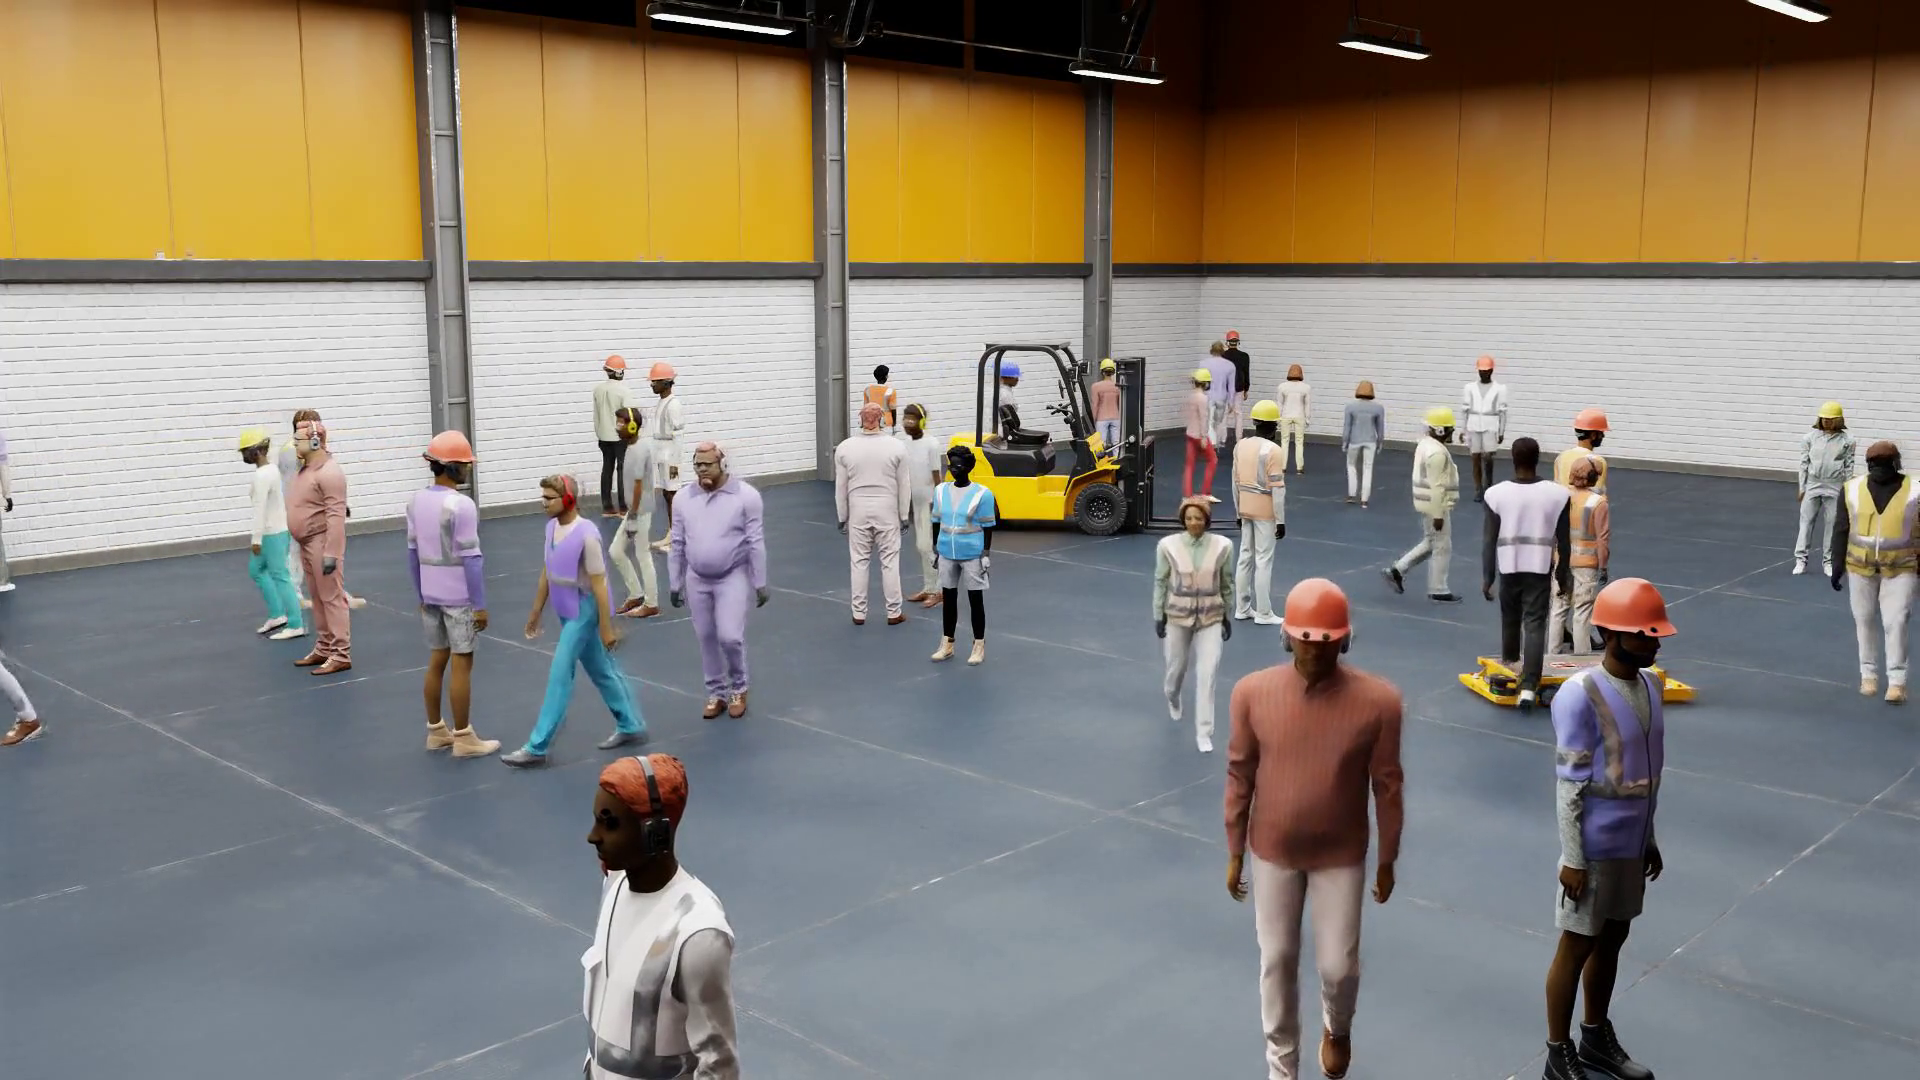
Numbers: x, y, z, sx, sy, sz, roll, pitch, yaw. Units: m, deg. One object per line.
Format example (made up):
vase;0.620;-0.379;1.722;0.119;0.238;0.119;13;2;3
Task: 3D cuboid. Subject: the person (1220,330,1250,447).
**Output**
person;4.630;-2.570;28.351;0.617;1.990;0.402;-1;9;-8

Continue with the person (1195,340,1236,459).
person;4.061;-2.217;26.445;0.630;1.910;0.884;-1;9;-4

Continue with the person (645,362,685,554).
person;-3.146;-0.876;17.788;0.391;2.040;0.615;-4;10;-23

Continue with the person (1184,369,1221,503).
person;3.167;-1.333;21.455;0.591;1.747;0.547;-3;10;-15

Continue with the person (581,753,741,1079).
person;-0.747;1.438;4.088;0.345;1.882;0.584;-6;11;-34

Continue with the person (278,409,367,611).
person;-5.661;-0.256;14.735;0.881;1.801;0.643;-1;9;-6

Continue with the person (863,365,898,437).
person;-1.118;-1.622;23.447;0.530;1.689;0.321;4;10;23

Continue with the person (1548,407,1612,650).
person;4.981;-0.093;13.311;0.378;1.936;0.548;-3;10;-17

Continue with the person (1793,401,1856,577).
person;8.547;-0.504;16.429;0.487;1.741;0.312;4;10;25

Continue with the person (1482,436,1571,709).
person;3.949;0.218;11.631;0.601;1.877;0.999;3;10;17

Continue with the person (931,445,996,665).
person;0.010;0.114;12.780;0.538;1.696;0.317;4;10;25

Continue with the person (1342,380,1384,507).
person;5.164;-1.240;21.339;0.526;1.610;0.628;1;9;7

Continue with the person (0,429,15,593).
person;-9.170;-0.445;15.509;0.594;1.922;0.386;-4;10;-21

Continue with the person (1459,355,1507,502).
person;6.785;-1.441;21.621;0.556;1.918;0.429;5;11;29

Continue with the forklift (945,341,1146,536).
forklift;0.977;-1.223;19.452;2.313;2.155;1.214;2;9;11

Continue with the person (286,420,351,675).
person;-4.836;0.053;12.505;0.405;1.911;0.636;-7;12;-38

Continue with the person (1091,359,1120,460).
person;2.083;-1.690;23.628;0.533;1.767;0.326;-3;10;-19

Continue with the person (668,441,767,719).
person;-1.646;0.277;11.173;0.686;1.888;0.447;2;10;13

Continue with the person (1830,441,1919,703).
person;6.453;0.231;11.708;0.643;1.824;0.718;7;12;38

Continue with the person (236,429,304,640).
person;-5.665;-0.047;13.652;0.536;1.728;0.634;-2;9;-12

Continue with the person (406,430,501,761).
person;-3.144;0.338;10.345;0.614;2.040;0.391;7;12;36

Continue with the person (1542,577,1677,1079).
person;2.381;1.089;6.061;0.543;1.939;0.359;-7;11;-36

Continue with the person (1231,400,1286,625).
person;2.571;-0.235;14.211;0.366;1.926;0.594;-6;11;-31

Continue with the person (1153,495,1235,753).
person;1.495;0.498;10.691;0.516;1.614;0.706;0;9;2

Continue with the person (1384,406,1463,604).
person;4.245;-0.317;15.060;0.616;1.811;0.604;1;9;3

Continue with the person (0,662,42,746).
person;-6.200;0.455;10.319;0.538;1.827;0.967;4;10;24

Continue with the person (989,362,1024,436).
person;0.583;-1.279;20.753;1.014;1.884;0.620;-1;9;-6

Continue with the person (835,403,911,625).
person;-0.733;-0.217;14.179;0.638;1.906;0.403;1;9;5

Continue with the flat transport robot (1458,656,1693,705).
flat transport robot;4.362;0.980;11.827;1.431;0.197;0.652;-1;9;-6

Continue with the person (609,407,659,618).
person;-2.859;-0.226;14.382;0.525;1.851;0.563;-3;10;-20

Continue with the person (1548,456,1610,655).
person;4.642;0.191;12.484;0.310;1.638;0.523;-5;10;-27

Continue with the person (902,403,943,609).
person;-0.329;-0.307;14.939;0.438;1.843;0.552;-7;12;-37

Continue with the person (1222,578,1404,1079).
person;1.247;1.091;5.930;0.624;1.977;0.519;3;10;18

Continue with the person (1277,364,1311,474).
person;4.941;-1.784;24.635;0.494;1.624;0.283;2;9;11

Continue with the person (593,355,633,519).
person;-4.181;-1.255;20.255;0.622;1.993;0.382;6;11;31

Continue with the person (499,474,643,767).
person;-2.399;0.477;10.278;0.977;1.789;0.558;-6;11;-33
